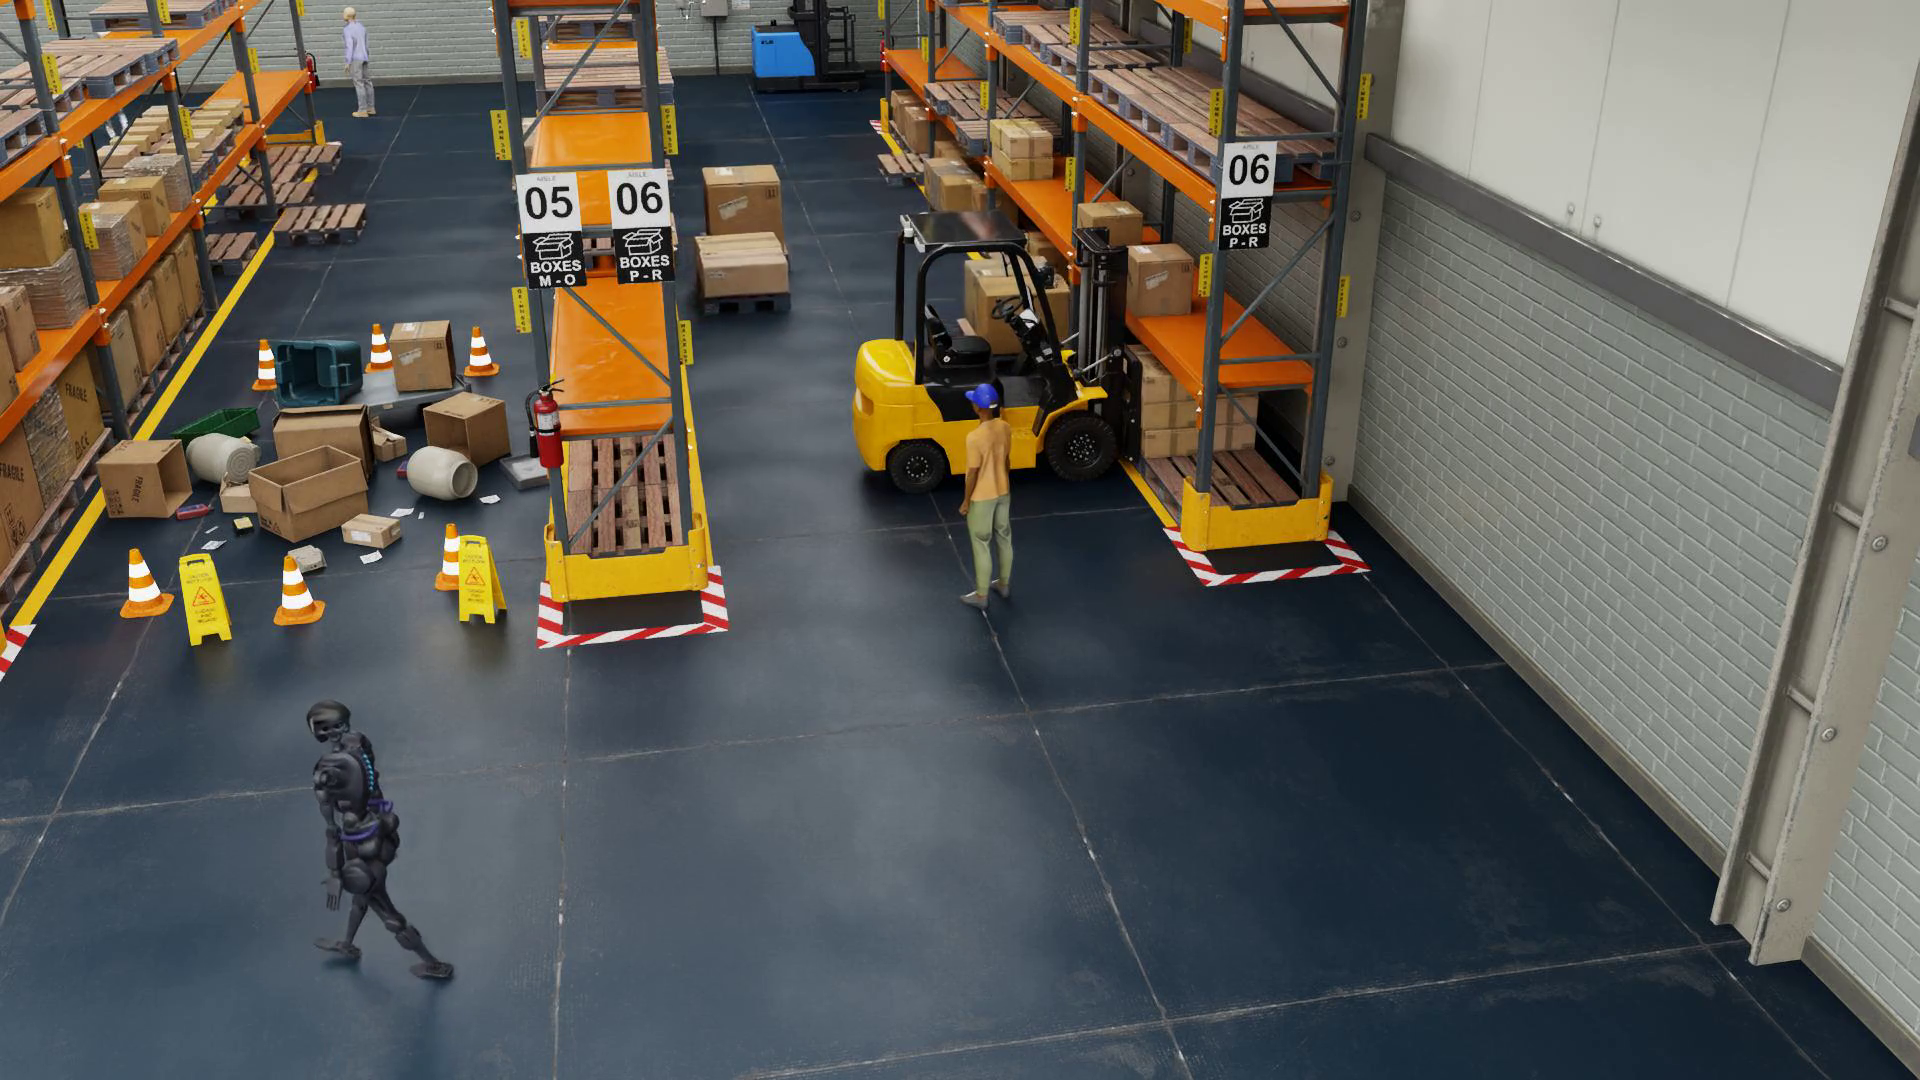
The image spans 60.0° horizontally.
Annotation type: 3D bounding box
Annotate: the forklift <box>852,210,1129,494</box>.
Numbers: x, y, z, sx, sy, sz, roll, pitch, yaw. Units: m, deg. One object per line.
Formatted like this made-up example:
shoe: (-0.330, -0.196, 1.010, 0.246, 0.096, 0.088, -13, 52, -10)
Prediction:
forklift: (0.216, -1.659, 14.366, 2.313, 2.155, 1.214, -5, 26, -10)

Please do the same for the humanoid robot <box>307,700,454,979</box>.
humanoid robot: (-3.031, 1.535, 8.362, 0.781, 1.627, 0.609, 2, 26, 5)

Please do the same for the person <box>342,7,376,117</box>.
person: (-10.224, -8.123, 28.278, 0.389, 1.799, 0.602, 7, 27, 15)

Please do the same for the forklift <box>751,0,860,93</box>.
forklift: (-2.872, -9.679, 30.288, 1.873, 2.768, 1.129, -5, 26, -10)

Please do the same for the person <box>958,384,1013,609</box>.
person: (0.176, -0.327, 12.136, 0.449, 1.718, 0.355, -23, 34, -39)

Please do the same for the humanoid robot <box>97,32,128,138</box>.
humanoid robot: (-13.608, -7.272, 26.619, 0.531, 1.772, 1.004, -23, 34, -40)
